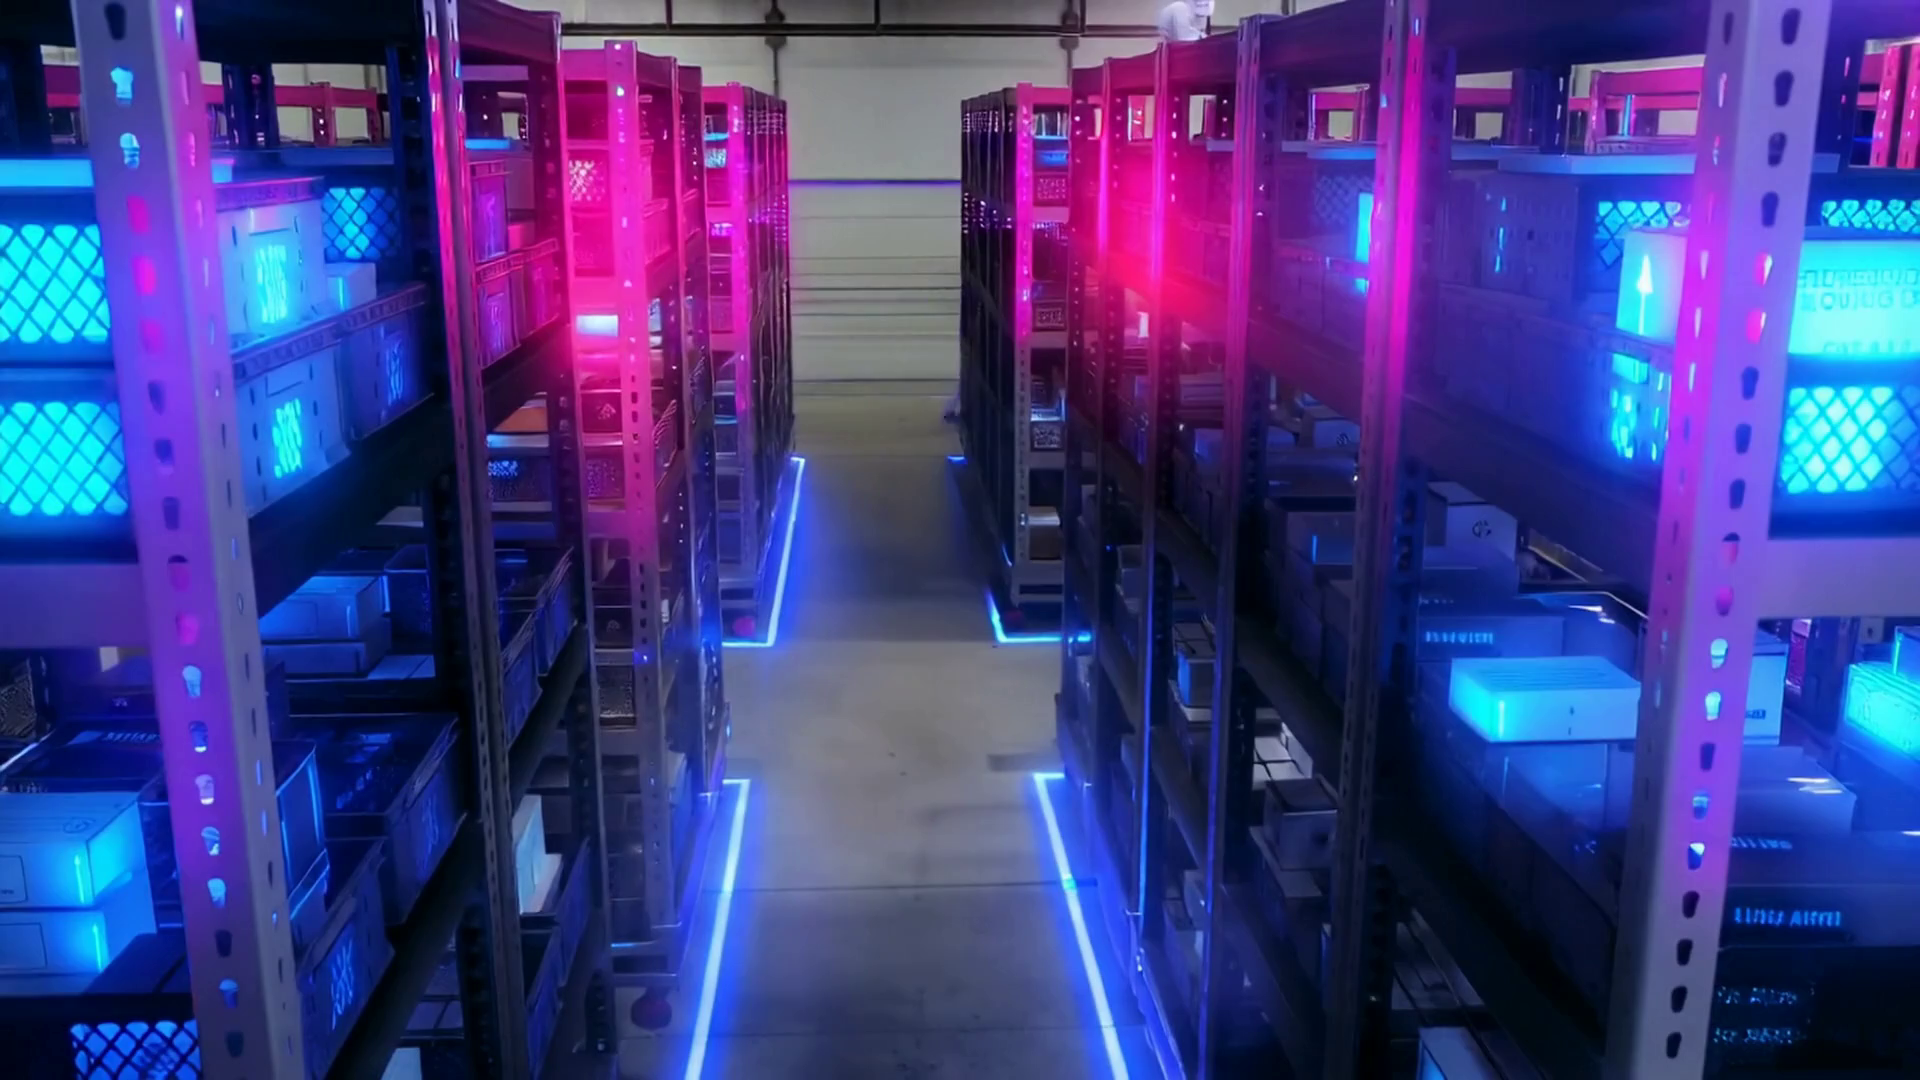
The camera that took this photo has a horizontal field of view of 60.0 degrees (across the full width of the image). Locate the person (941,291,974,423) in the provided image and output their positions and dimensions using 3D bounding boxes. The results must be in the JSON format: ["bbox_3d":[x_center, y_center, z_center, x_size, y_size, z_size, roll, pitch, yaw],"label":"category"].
[{"bbox_3d":[0.235,-2.223,19.053,0.980,1.800,0.588,-2,14,-6],"label":"person"}]
